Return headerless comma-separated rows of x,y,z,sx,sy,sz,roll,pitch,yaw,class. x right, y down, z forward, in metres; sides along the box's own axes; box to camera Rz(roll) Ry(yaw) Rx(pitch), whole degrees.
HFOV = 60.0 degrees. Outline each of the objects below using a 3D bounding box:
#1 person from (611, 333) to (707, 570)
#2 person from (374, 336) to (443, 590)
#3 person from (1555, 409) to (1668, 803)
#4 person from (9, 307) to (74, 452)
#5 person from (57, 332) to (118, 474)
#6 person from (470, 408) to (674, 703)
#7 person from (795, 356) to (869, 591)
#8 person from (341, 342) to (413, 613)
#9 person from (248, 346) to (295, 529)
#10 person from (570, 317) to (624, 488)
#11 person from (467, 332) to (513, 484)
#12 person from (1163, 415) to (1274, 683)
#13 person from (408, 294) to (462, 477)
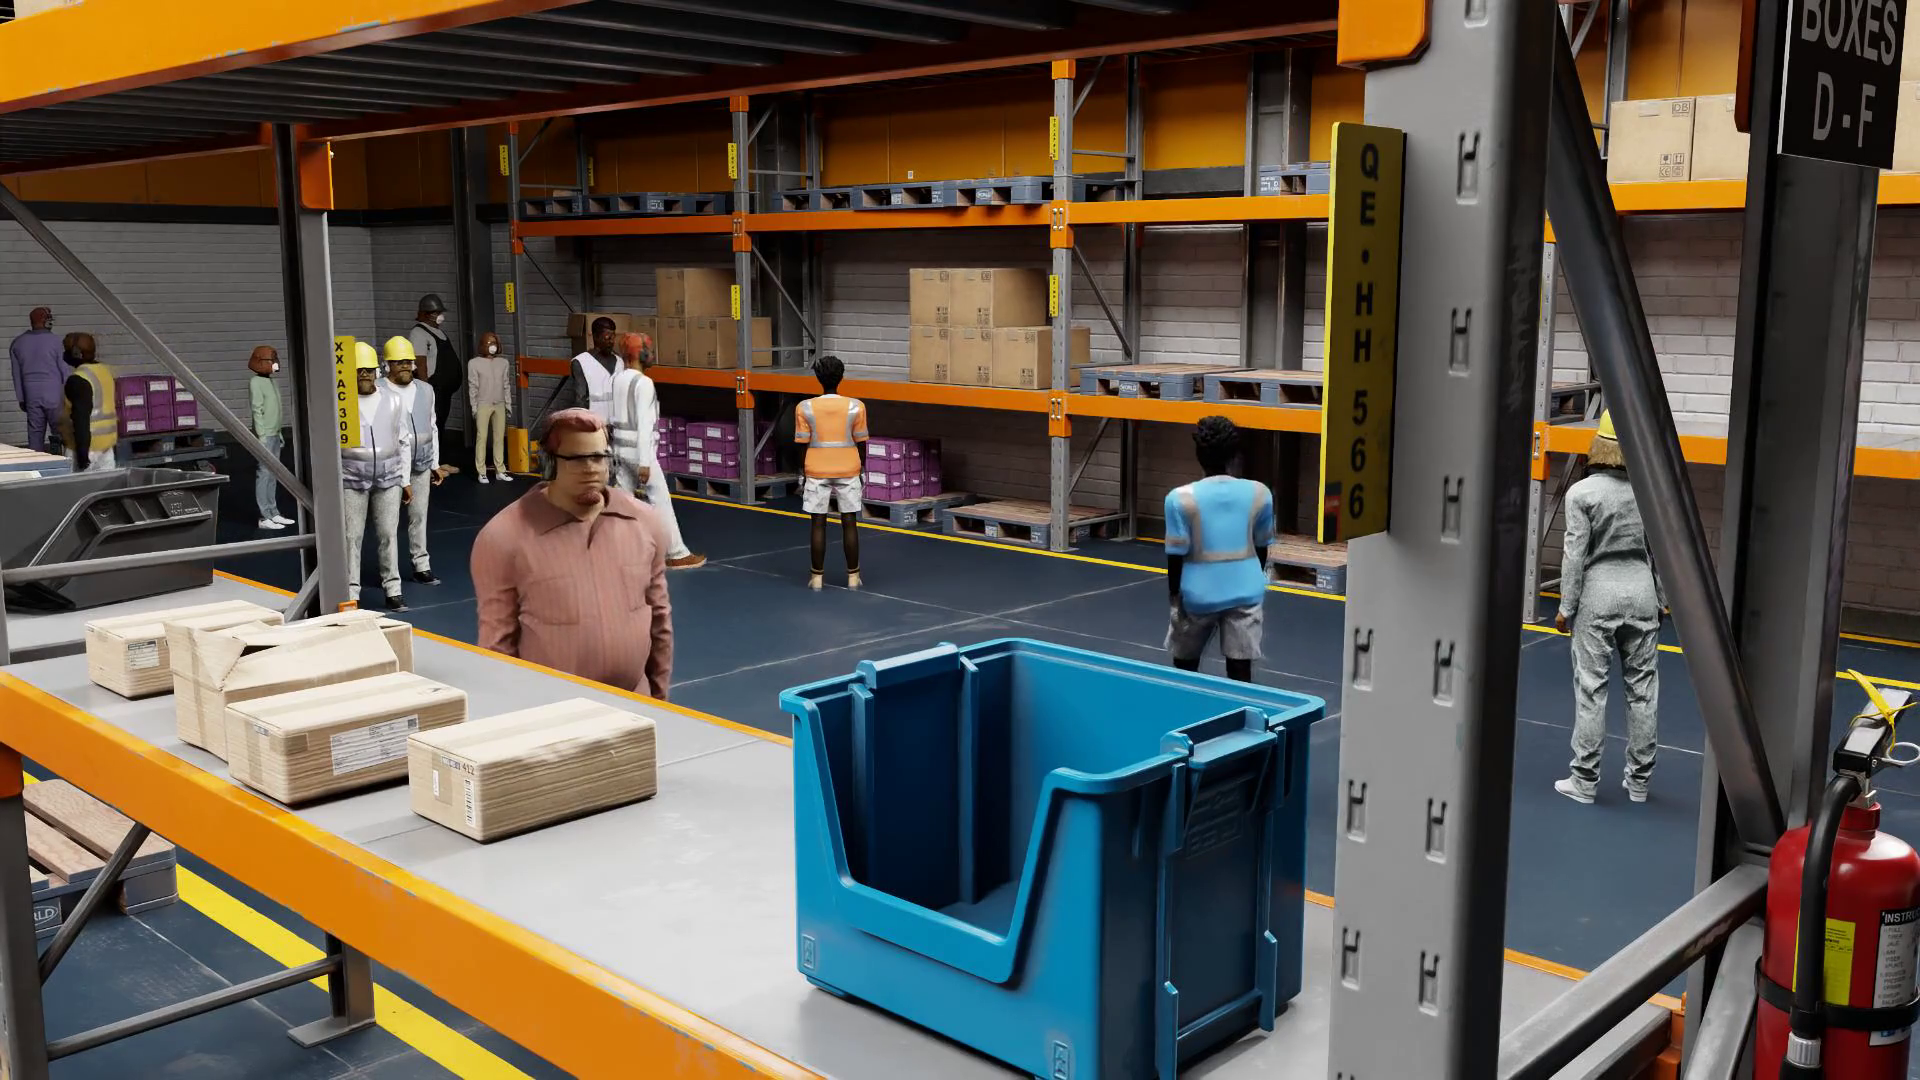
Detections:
-2.424,-0.654,12.666,0.897,1.840,0.598,-7,12,-36,person
-4.027,-0.555,12.048,0.403,1.834,0.588,9,13,43,person
2.829,0.278,7.217,0.485,1.745,0.296,0,9,-1,person
-9.809,-1.543,17.885,0.644,1.907,0.399,1,9,3,person
-7.105,-0.803,13.651,0.798,1.824,0.640,-1,9,-7,person
-1.169,0.534,5.194,0.637,1.898,0.396,-7,12,-38,person
-0.918,-0.473,11.956,0.535,1.699,0.318,-1,9,-7,person
-3.957,-0.404,11.124,0.592,1.833,0.404,-6,11,-33,person
-6.183,-0.918,14.888,0.278,1.633,0.507,-1,9,-4,person
-3.053,-0.935,14.134,0.390,1.914,0.587,5,11,29,person
-5.086,-1.435,18.048,0.280,1.636,0.500,9,13,43,person
1.166,0.252,7.631,0.539,1.658,0.753,-1,9,-7,person
-5.840,-1.728,18.609,0.537,2.000,0.679,0,9,2,person
